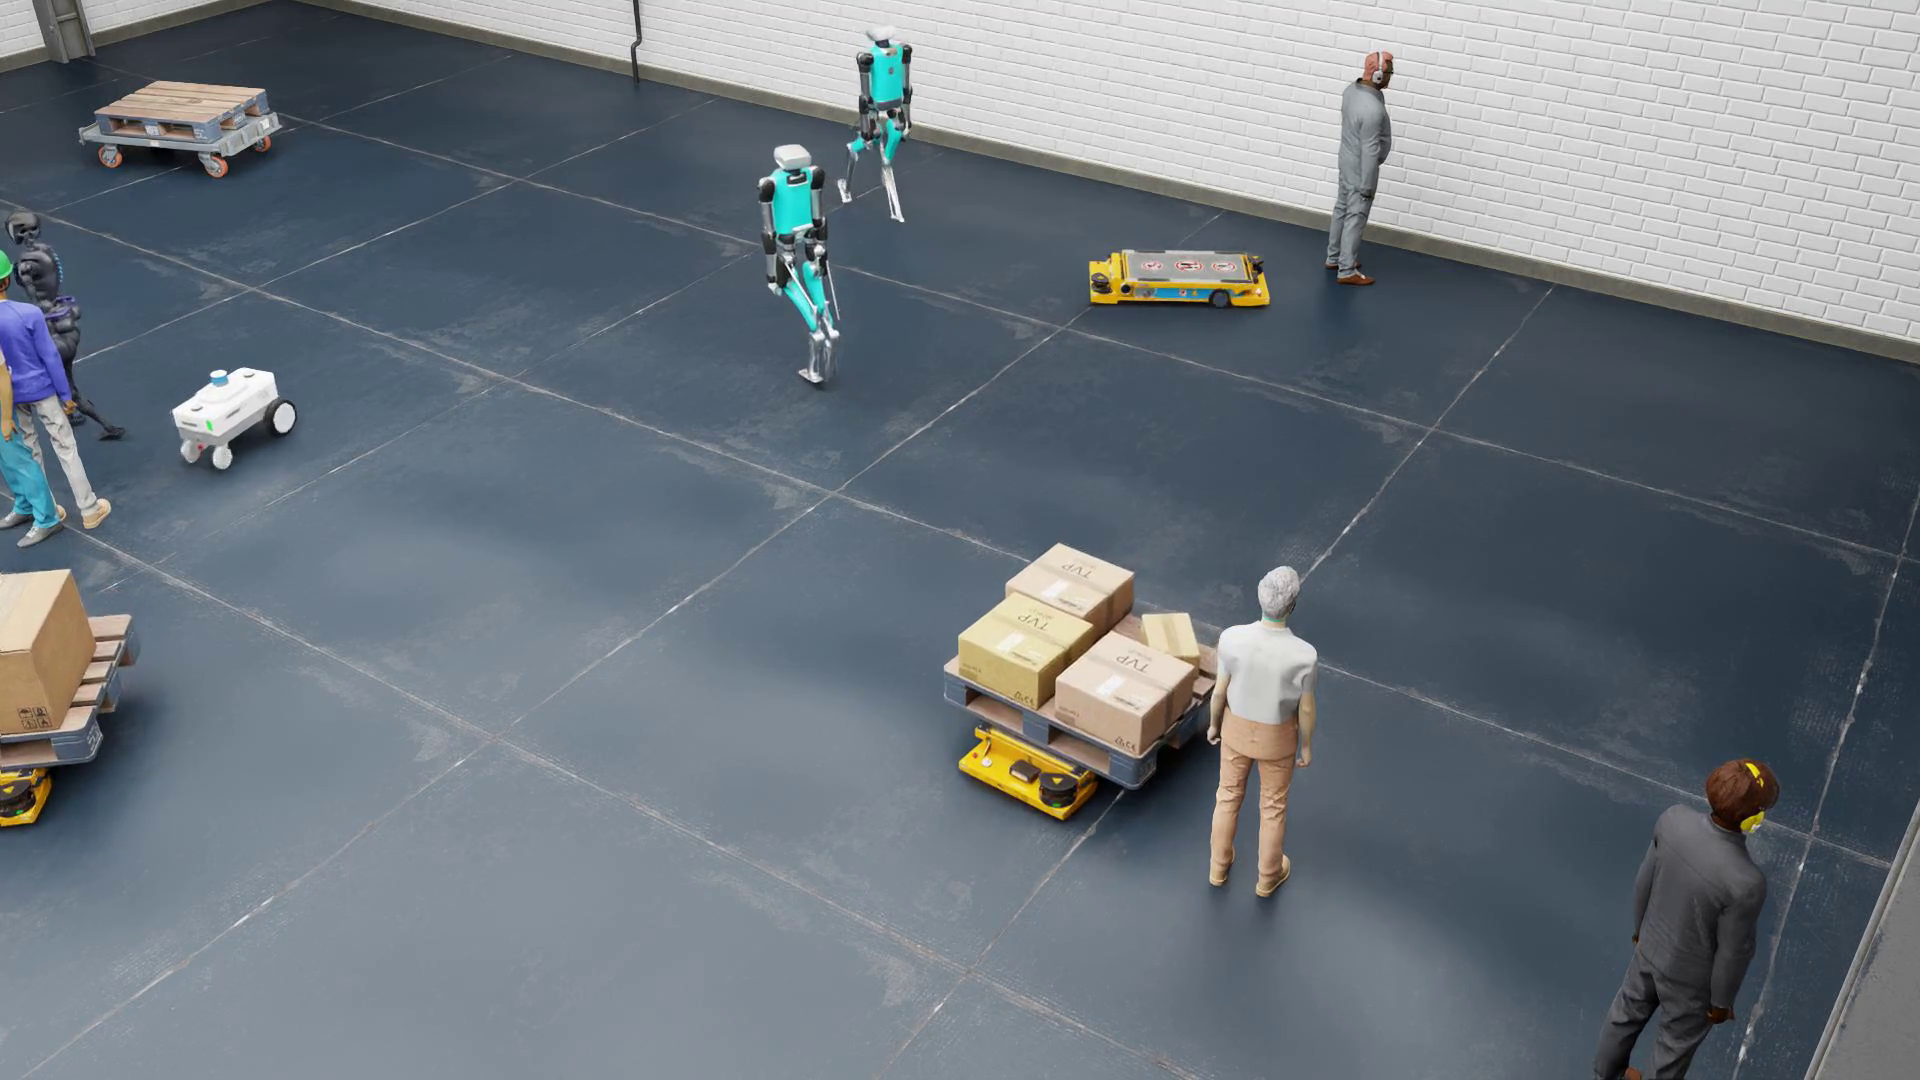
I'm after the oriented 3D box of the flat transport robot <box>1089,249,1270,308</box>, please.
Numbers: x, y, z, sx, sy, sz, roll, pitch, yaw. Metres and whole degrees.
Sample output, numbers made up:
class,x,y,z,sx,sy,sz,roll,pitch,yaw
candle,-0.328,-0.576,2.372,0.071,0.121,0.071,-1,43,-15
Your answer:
class,x,y,z,sx,sy,sz,roll,pitch,yaw
flat transport robot,1.780,-2.135,13.578,1.431,0.231,0.659,1,33,2

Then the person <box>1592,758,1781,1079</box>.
class,x,y,z,sx,sy,sz,roll,pitch,yaw
person,2.750,1.581,6.312,0.343,1.874,0.502,-13,35,-19

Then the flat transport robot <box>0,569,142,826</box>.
class,x,y,z,sx,sy,sz,roll,pitch,yaw
flat transport robot,-5.006,0.988,8.718,0.659,0.231,1.431,-5,33,-8

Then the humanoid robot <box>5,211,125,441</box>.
class,x,y,z,sx,sy,sz,roll,pitch,yaw
humanoid robot,-6.116,-1.410,11.191,0.593,1.645,0.592,-7,33,-11

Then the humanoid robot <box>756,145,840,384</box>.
class,x,y,z,sx,sy,sz,roll,pitch,yaw
humanoid robot,-1.038,-1.828,11.811,0.538,1.870,0.737,-24,40,-32

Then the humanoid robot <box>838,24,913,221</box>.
class,x,y,z,sx,sy,sz,roll,pitch,yaw
humanoid robot,-0.819,-3.737,14.753,0.538,1.784,1.005,-21,38,-29

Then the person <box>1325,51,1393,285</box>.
class,x,y,z,sx,sy,sz,roll,pitch,yaw
person,3.248,-2.993,13.412,0.407,1.900,0.636,-3,33,-5

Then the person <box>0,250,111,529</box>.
class,x,y,z,sx,sy,sz,roll,pitch,yaw
person,-5.692,-0.904,10.182,0.463,1.871,0.359,-7,33,-11

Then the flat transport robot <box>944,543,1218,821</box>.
class,x,y,z,sx,sy,sz,roll,pitch,yaw
flat transport robot,0.683,0.920,8.825,0.659,0.231,1.431,22,39,31

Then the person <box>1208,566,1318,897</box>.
class,x,y,z,sx,sy,sz,roll,pitch,yaw
person,1.358,0.875,7.527,0.483,1.745,0.309,13,35,19

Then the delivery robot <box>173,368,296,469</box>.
class,x,y,z,sx,sy,sz,roll,pitch,yaw
delivery robot,-4.984,-0.883,11.357,0.499,0.586,0.773,11,34,17

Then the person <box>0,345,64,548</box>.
class,x,y,z,sx,sy,sz,roll,pitch,yaw
person,-5.873,-0.832,10.092,0.569,1.843,0.375,25,41,34
